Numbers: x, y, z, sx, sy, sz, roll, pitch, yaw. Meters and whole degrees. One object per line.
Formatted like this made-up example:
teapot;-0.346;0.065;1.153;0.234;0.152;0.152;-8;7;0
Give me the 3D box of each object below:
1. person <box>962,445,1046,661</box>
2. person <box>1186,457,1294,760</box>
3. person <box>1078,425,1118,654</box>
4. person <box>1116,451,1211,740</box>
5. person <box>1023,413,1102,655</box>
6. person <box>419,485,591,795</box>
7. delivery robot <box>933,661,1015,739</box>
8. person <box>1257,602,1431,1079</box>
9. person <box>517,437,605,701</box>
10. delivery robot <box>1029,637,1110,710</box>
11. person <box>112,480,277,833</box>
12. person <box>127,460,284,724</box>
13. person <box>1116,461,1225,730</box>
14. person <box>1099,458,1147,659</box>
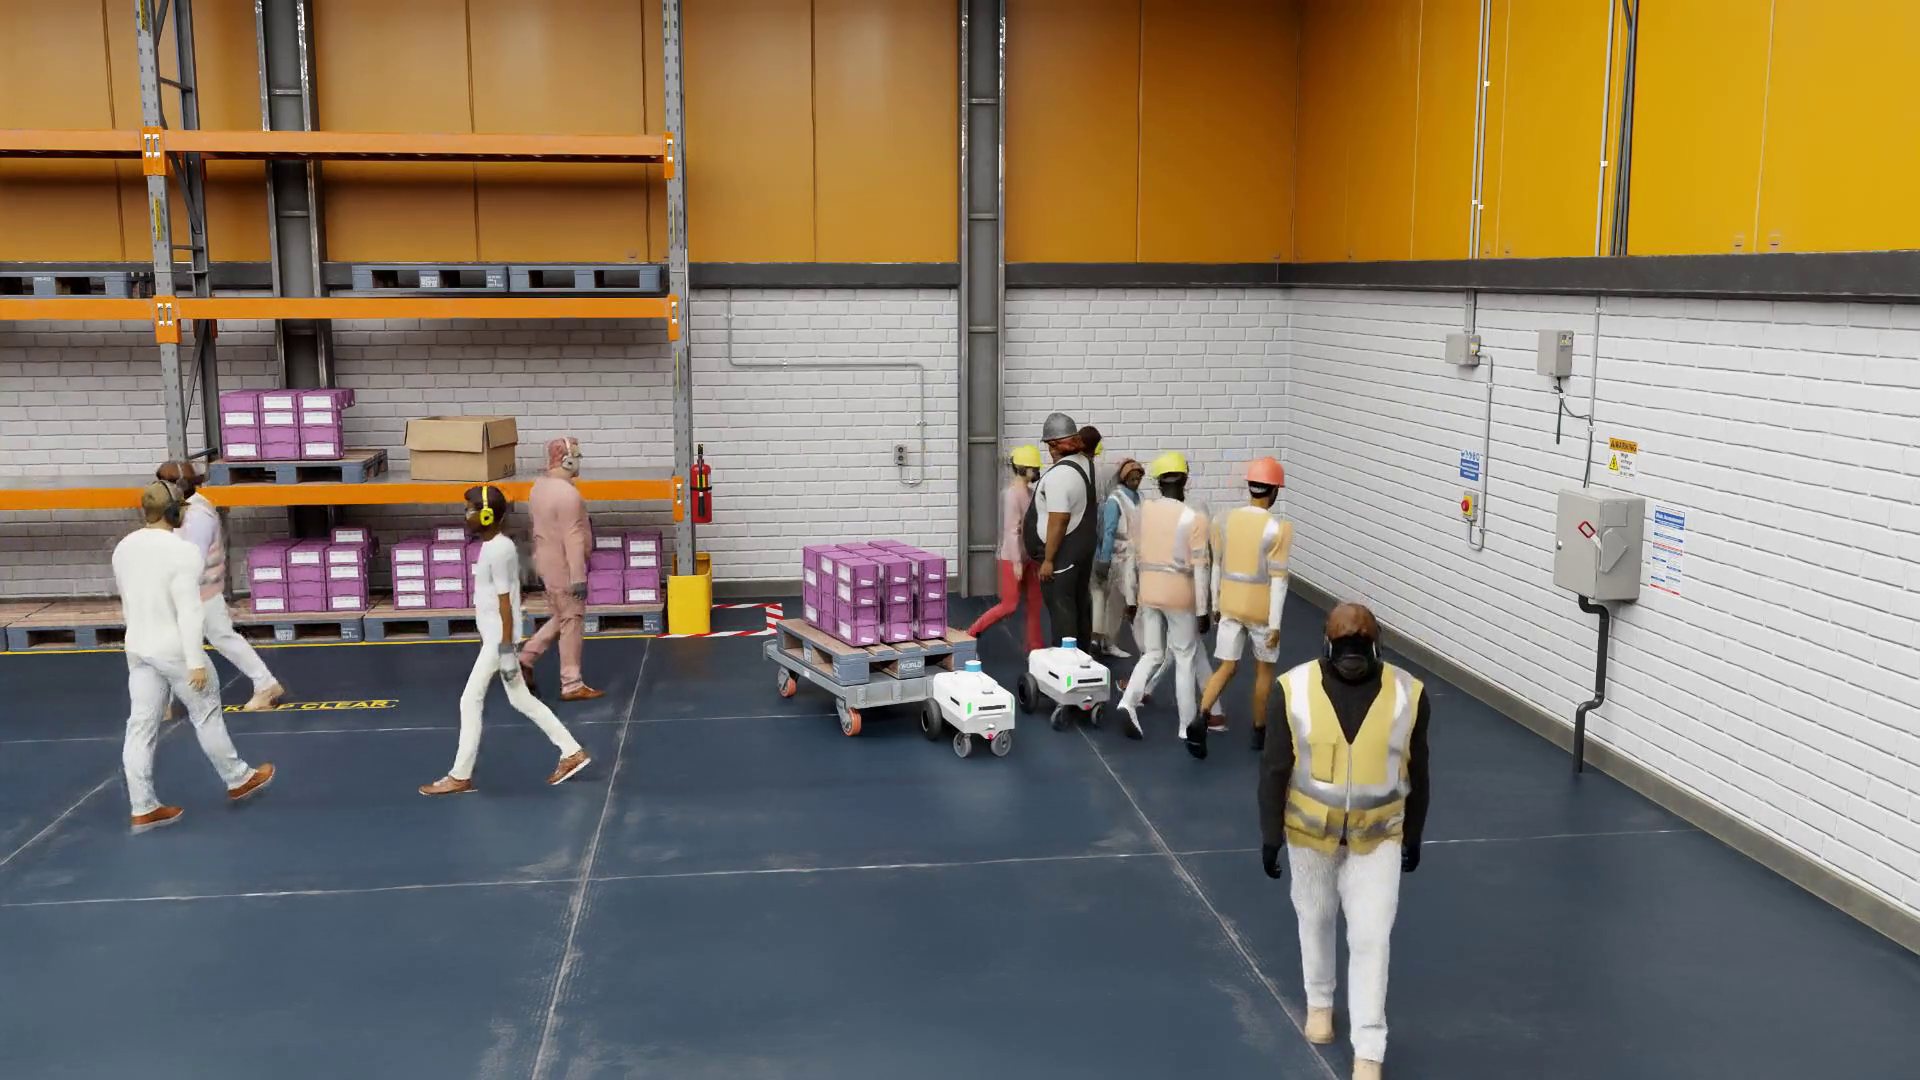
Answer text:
person;0.400;0.128;12.768;0.736;1.738;0.526;4;10;22
person;1.751;0.439;10.340;0.594;1.904;0.847;7;12;39
person;0.982;0.023;13.082;0.568;1.847;0.400;-1;9;-4
person;1.300;0.382;10.720;0.623;1.896;0.699;8;12;40
person;0.721;0.073;12.164;0.536;2.000;0.672;5;10;28
person;-2.657;0.577;9.723;0.956;1.828;0.534;-2;9;-12
delivery robot;0.085;1.015;10.616;0.477;0.478;0.707;-3;10;-19
person;1.444;1.138;6.268;0.639;1.796;0.941;2;9;12
person;-2.857;0.217;11.749;0.541;1.894;0.655;-5;11;-30
delivery robot;0.741;0.906;11.299;0.477;0.478;0.707;-3;10;-20
person;-4.298;0.606;9.261;0.656;1.901;0.935;4;10;23
person;-5.152;0.335;11.325;0.965;1.800;0.619;-9;13;-44
person;1.423;0.336;11.225;0.990;1.811;0.507;8;12;41
person;1.370;0.171;12.898;0.696;1.592;0.642;5;11;31
